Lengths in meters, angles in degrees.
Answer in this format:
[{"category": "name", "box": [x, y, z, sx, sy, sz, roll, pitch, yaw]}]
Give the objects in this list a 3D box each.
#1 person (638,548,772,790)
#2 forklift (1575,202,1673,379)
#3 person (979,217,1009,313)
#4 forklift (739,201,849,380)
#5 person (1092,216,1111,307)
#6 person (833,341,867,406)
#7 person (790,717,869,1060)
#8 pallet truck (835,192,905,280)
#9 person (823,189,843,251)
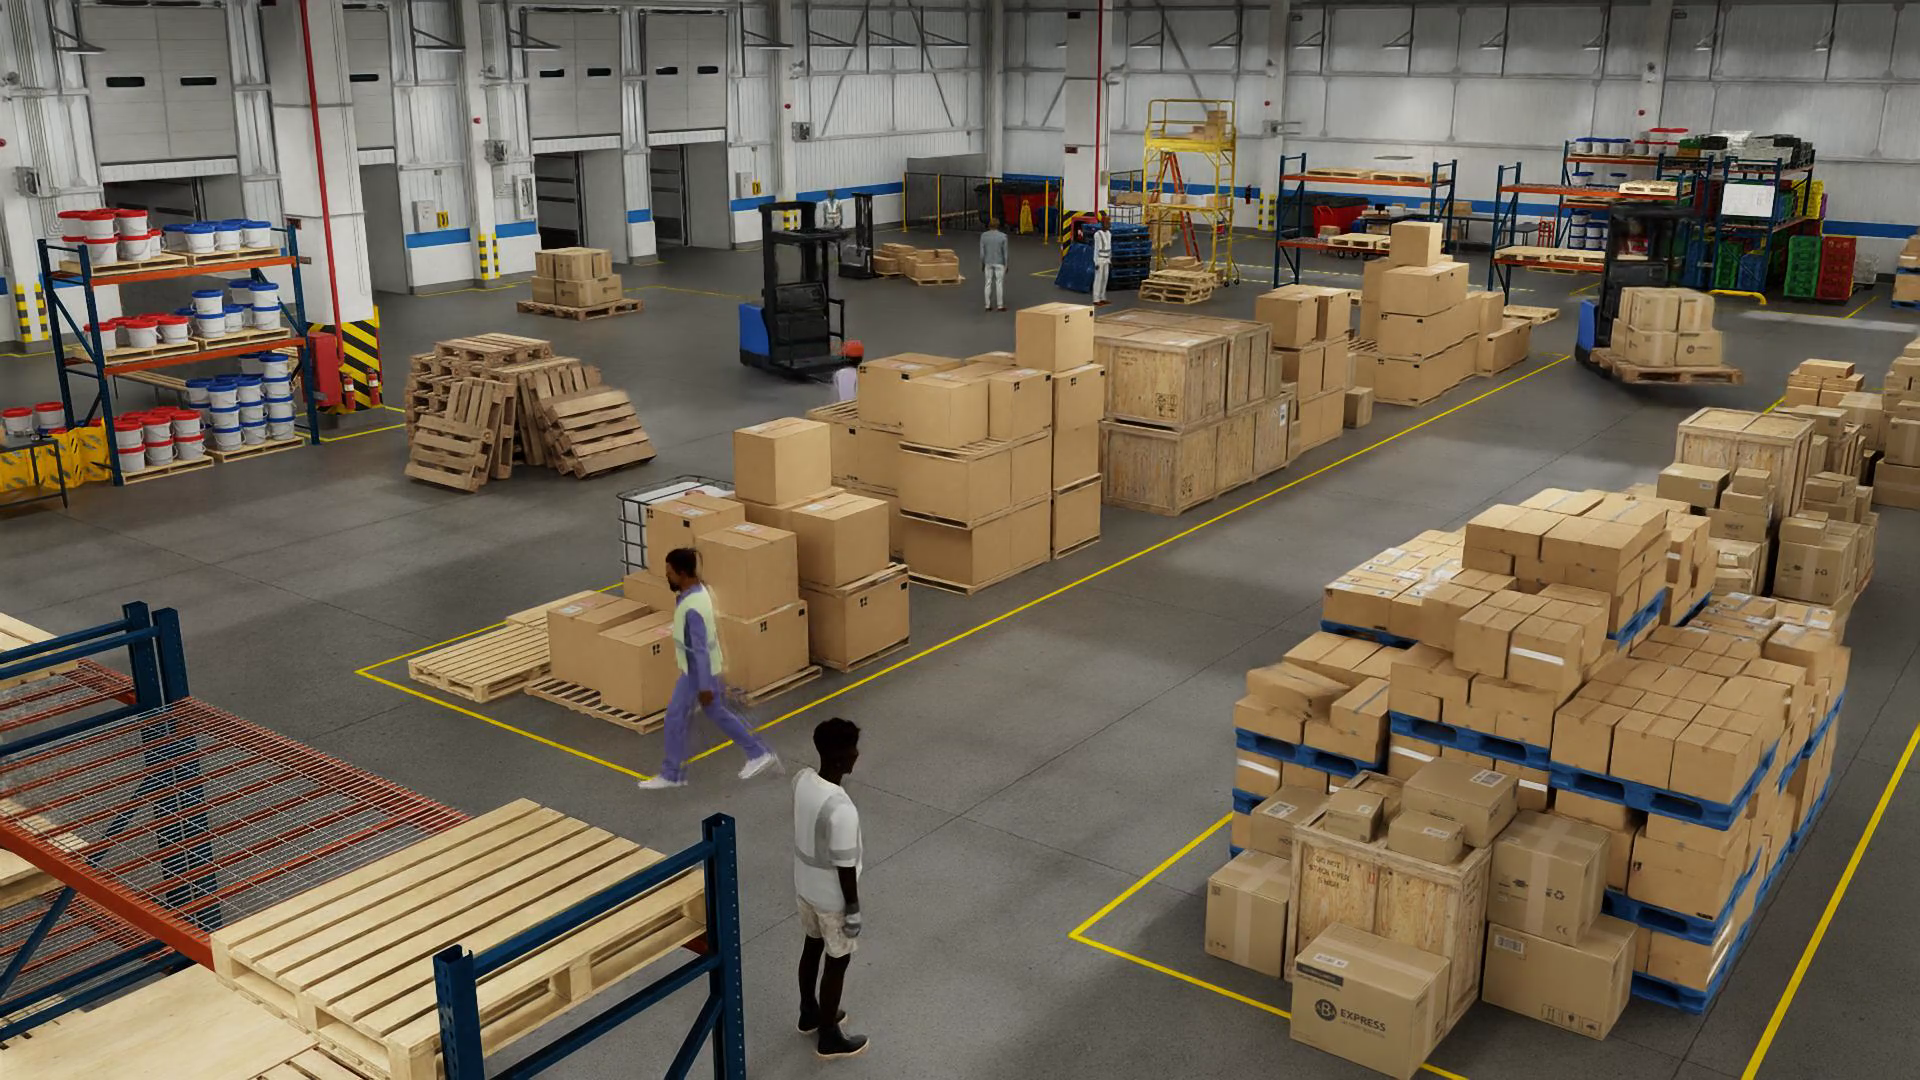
[{"category": "person", "box": [-1.904, 0.947, 12.371, 0.963, 1.876, 0.594, -2, 17, -6]}, {"category": "forklift", "box": [11.181, -4.227, 27.771, 1.129, 2.768, 1.873, 1, 17, 4]}, {"category": "person", "box": [0.708, -5.623, 34.000, 0.630, 1.940, 0.372, 6, 18, 19]}, {"category": "forklift", "box": [-2.849, -4.232, 27.787, 1.129, 2.768, 1.873, -12, 21, -34]}, {"category": "person", "box": [2.969, -5.823, 34.753, 0.342, 1.882, 0.581, 12, 20, 33]}, {"category": "person", "box": [-1.297, -1.507, 20.462, 0.565, 1.883, 0.984, 11, 20, 31]}, {"category": "person", "box": [-0.707, 1.891, 9.099, 0.377, 1.956, 0.608, -10, 19, -30]}, {"category": "pallet truck", "box": [-1.936, -7.159, 38.982, 1.885, 1.965, 0.823, -12, 21, -34]}, {"category": "person", "box": [-3.334, -8.428, 43.820, 0.555, 1.615, 0.452, 1, 17, 3]}]
